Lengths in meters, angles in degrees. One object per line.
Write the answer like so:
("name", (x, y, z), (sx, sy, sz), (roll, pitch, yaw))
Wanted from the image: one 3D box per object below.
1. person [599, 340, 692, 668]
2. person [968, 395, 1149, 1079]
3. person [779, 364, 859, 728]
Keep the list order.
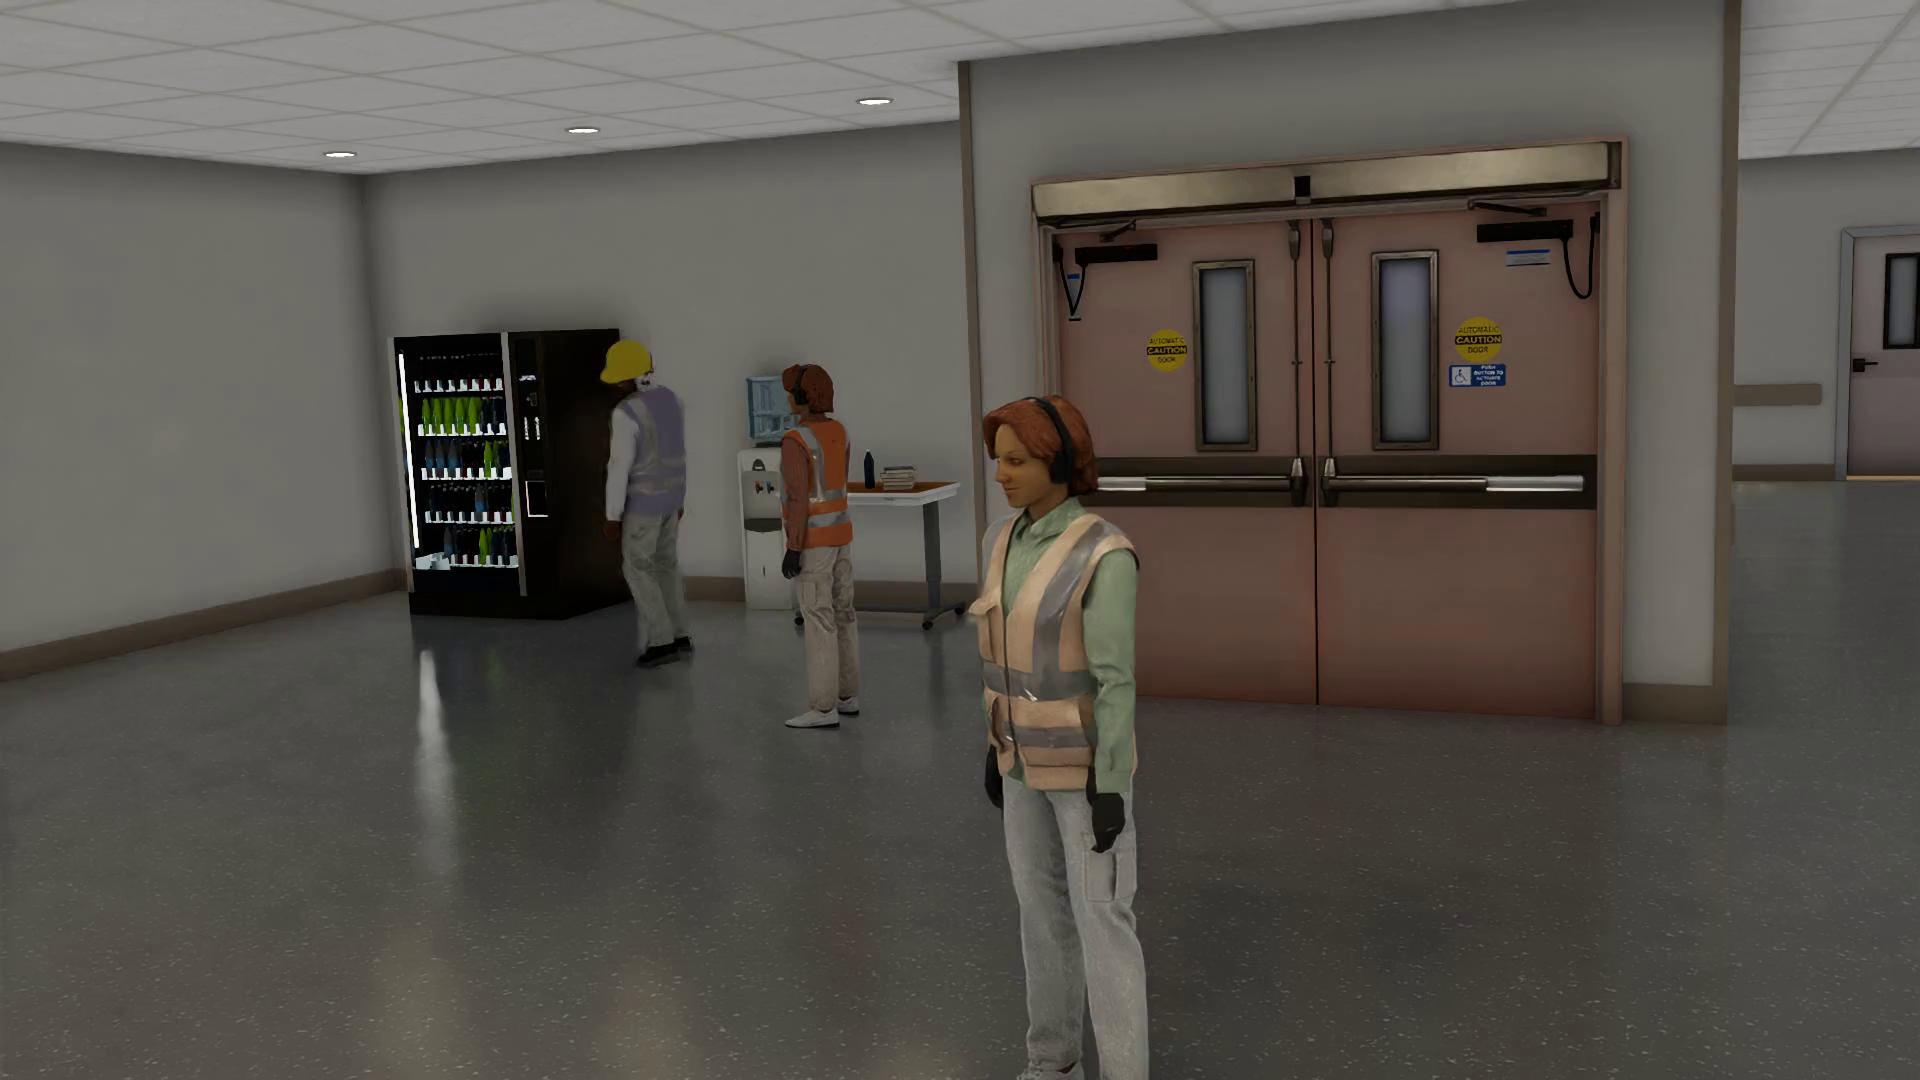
("person", (-1.673, -0.205, 9.102), (0.466, 1.783, 0.646), (1, 8, 24))
("person", (0.215, 0.504, 3.600), (0.311, 1.632, 0.517), (-7, 9, -31))
("person", (-0.637, 0.026, 7.508), (0.308, 1.641, 0.515), (1, 8, 22))
